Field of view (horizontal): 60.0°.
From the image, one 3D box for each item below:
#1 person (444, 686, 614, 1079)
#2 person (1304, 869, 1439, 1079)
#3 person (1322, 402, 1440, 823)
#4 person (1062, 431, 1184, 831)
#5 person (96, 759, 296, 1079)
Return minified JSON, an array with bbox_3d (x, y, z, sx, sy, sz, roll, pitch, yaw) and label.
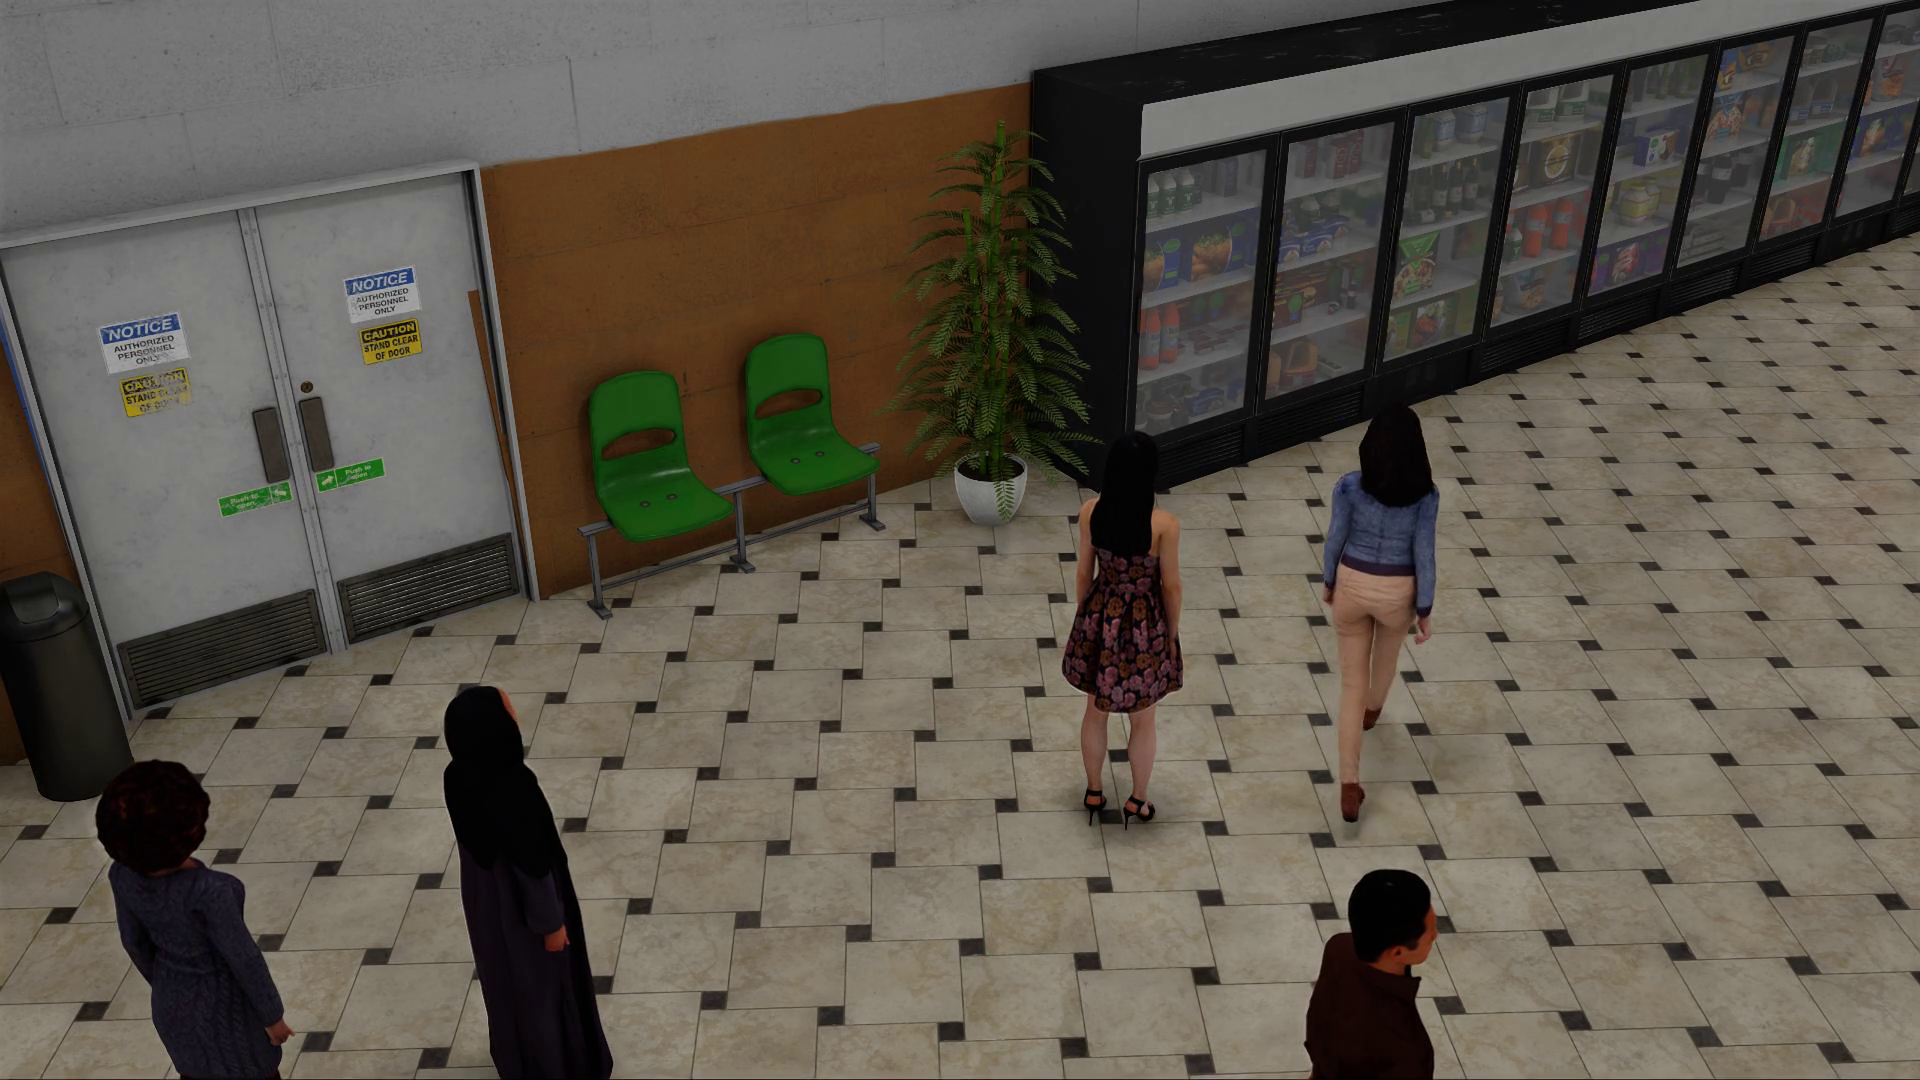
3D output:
[{"bbox_3d":[-1.440,1.150,5.395,0.673,1.611,0.545,-22,36,-35],"label":"person"},{"bbox_3d":[1.028,1.590,4.413,0.777,1.779,0.603,-6,29,-10],"label":"person"},{"bbox_3d":[1.669,0.338,6.780,1.197,1.709,1.195,8,30,14],"label":"person"},{"bbox_3d":[0.657,0.378,6.639,0.784,1.774,0.860,10,30,18],"label":"person"},{"bbox_3d":[-2.197,1.379,4.873,0.635,1.710,0.731,10,30,17],"label":"person"}]
